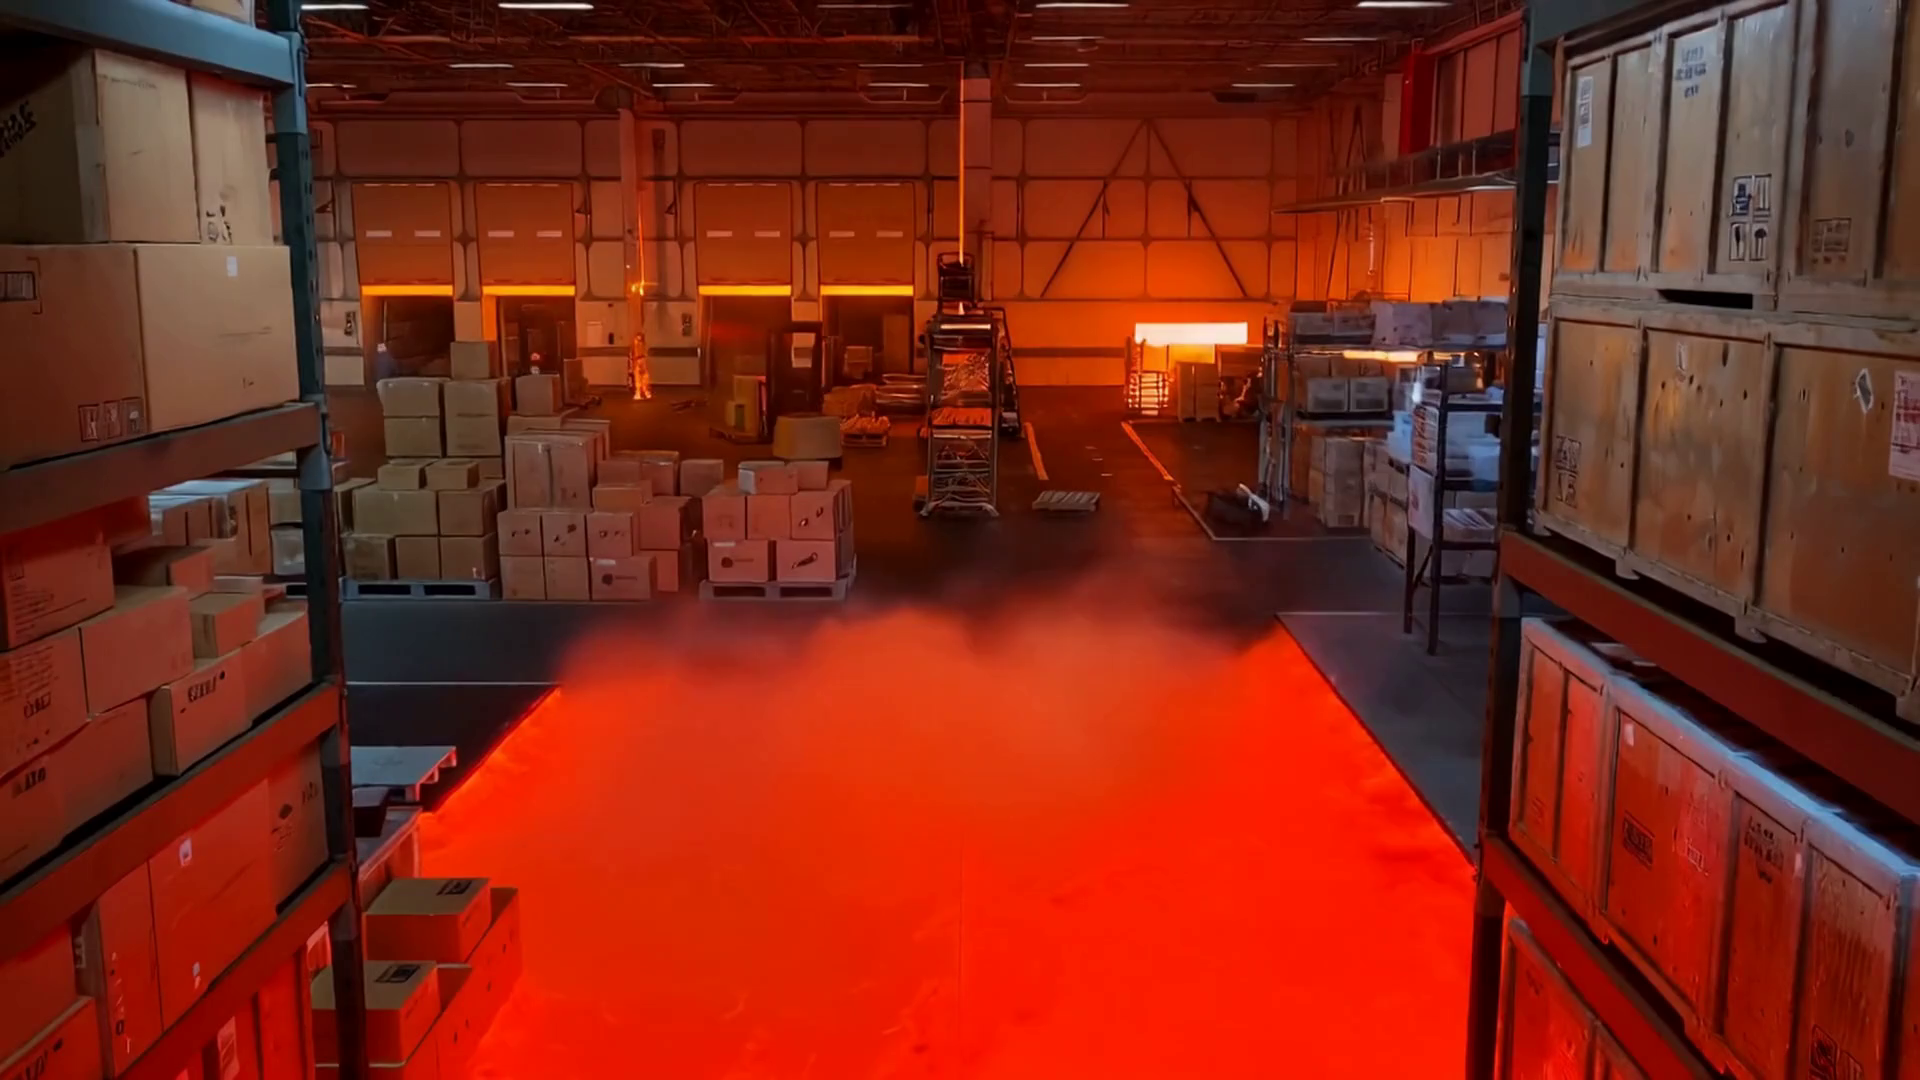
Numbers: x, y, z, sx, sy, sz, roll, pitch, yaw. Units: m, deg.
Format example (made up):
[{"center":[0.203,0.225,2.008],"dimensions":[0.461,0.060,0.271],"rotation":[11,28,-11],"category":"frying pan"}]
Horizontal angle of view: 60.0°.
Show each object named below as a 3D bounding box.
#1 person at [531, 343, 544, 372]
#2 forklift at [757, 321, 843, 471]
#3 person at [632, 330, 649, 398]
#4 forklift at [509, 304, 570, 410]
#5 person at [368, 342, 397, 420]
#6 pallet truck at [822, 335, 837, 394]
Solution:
[{"center":[-10.704,-4.117,42.459],"dimensions":[0.773,1.837,0.651],"rotation":[0,10,1],"category":"person"},{"center":[-3.030,-2.731,31.456],"dimensions":[1.129,2.768,1.873],"rotation":[-5,11,-25],"category":"forklift"},{"center":[-9.081,-4.974,47.155],"dimensions":[0.552,1.928,0.391],"rotation":[6,11,29],"category":"person"},{"center":[-10.726,-4.588,42.170],"dimensions":[1.129,2.768,1.873],"rotation":[0,10,1],"category":"forklift"},{"center":[-14.323,-3.929,41.173],"dimensions":[0.650,1.902,0.904],"rotation":[-7,12,-34],"category":"person"},{"center":[-3.021,-4.312,43.126],"dimensions":[1.885,1.965,0.823],"rotation":[3,10,17],"category":"pallet truck"}]
